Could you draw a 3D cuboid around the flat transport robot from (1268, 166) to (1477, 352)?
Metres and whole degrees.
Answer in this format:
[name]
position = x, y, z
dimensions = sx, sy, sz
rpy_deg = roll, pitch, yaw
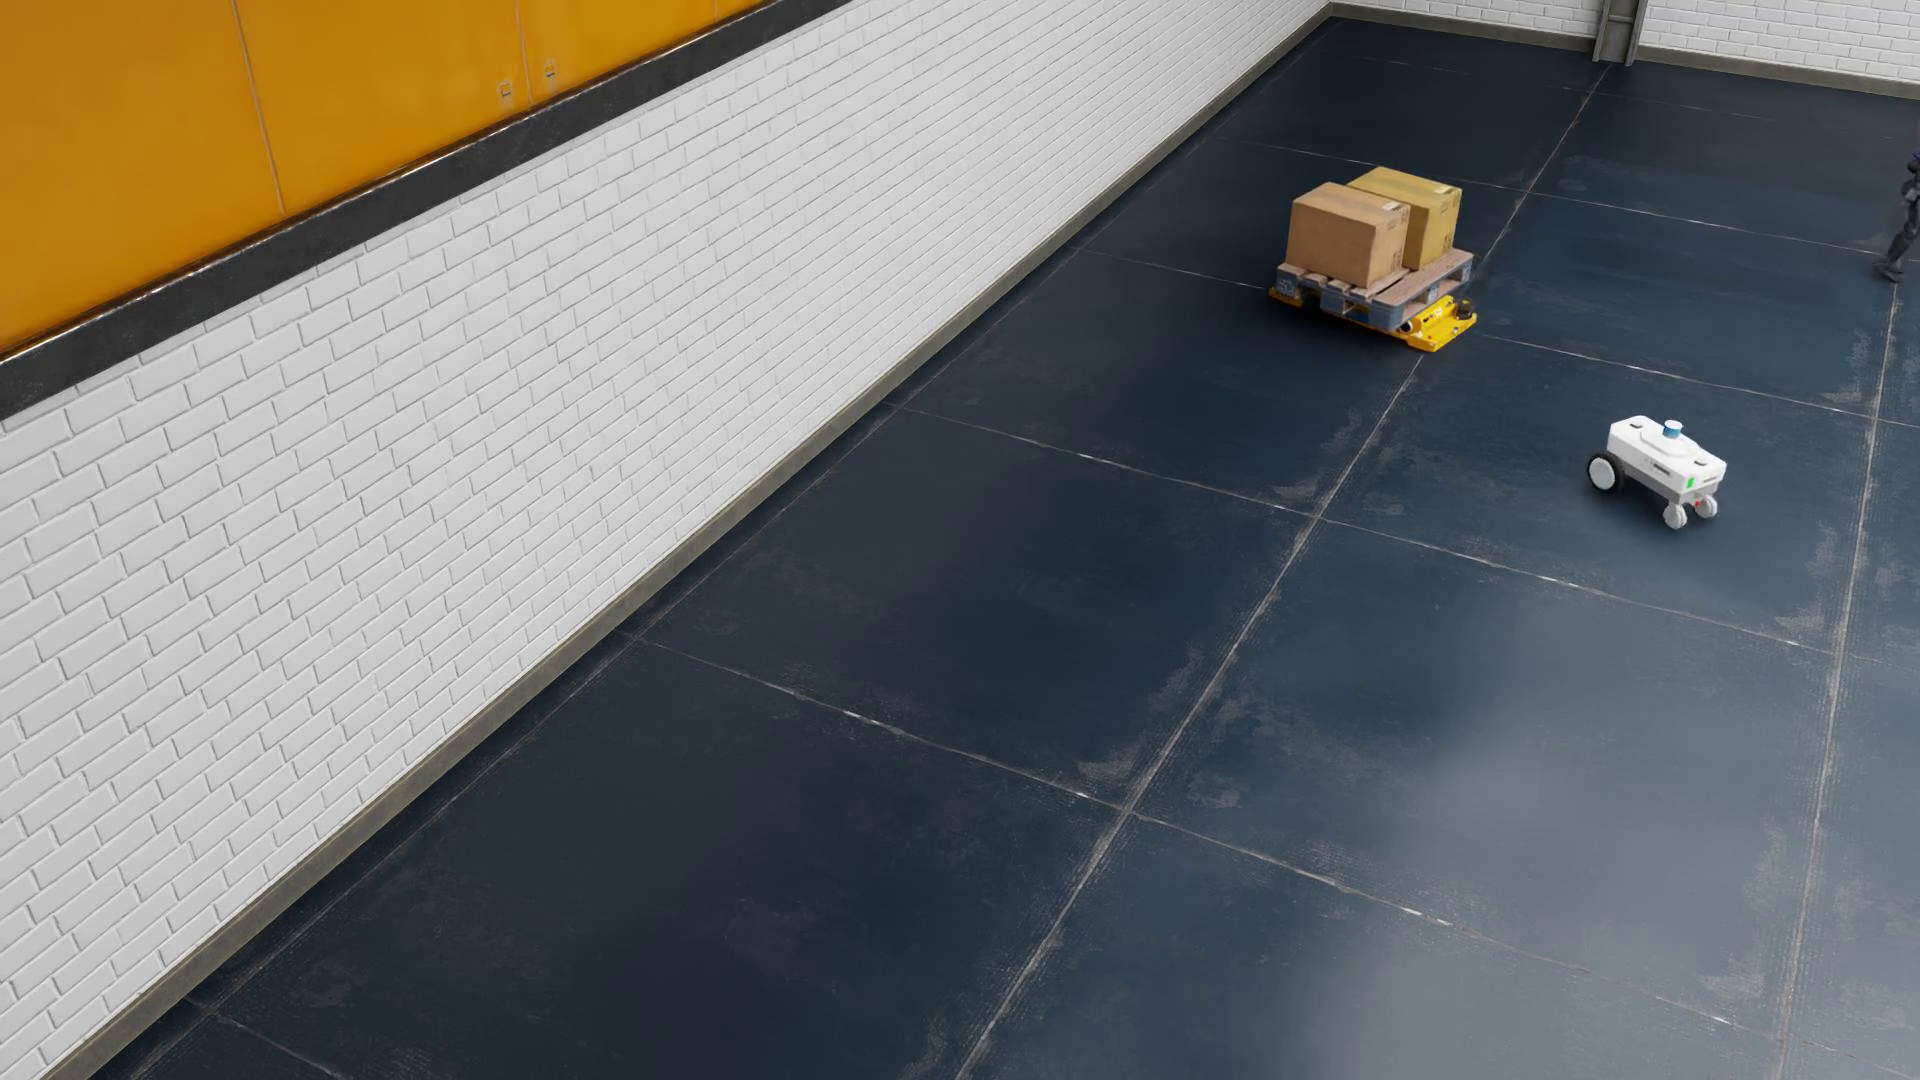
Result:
[flat transport robot]
position = 3.143, -1.831, 12.701
dimensions = 1.431, 0.231, 0.659
rpy_deg = 26, 42, 33

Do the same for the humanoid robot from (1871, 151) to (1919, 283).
[humanoid robot]
position = 7.533, -2.820, 12.924
dimensions = 0.616, 1.640, 0.416
rpy_deg = -22, 40, -29

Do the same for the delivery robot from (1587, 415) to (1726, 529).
[delivery robot]
position = 4.395, -0.483, 10.413
dimensions = 0.499, 0.565, 0.745
rpy_deg = -16, 37, -23
